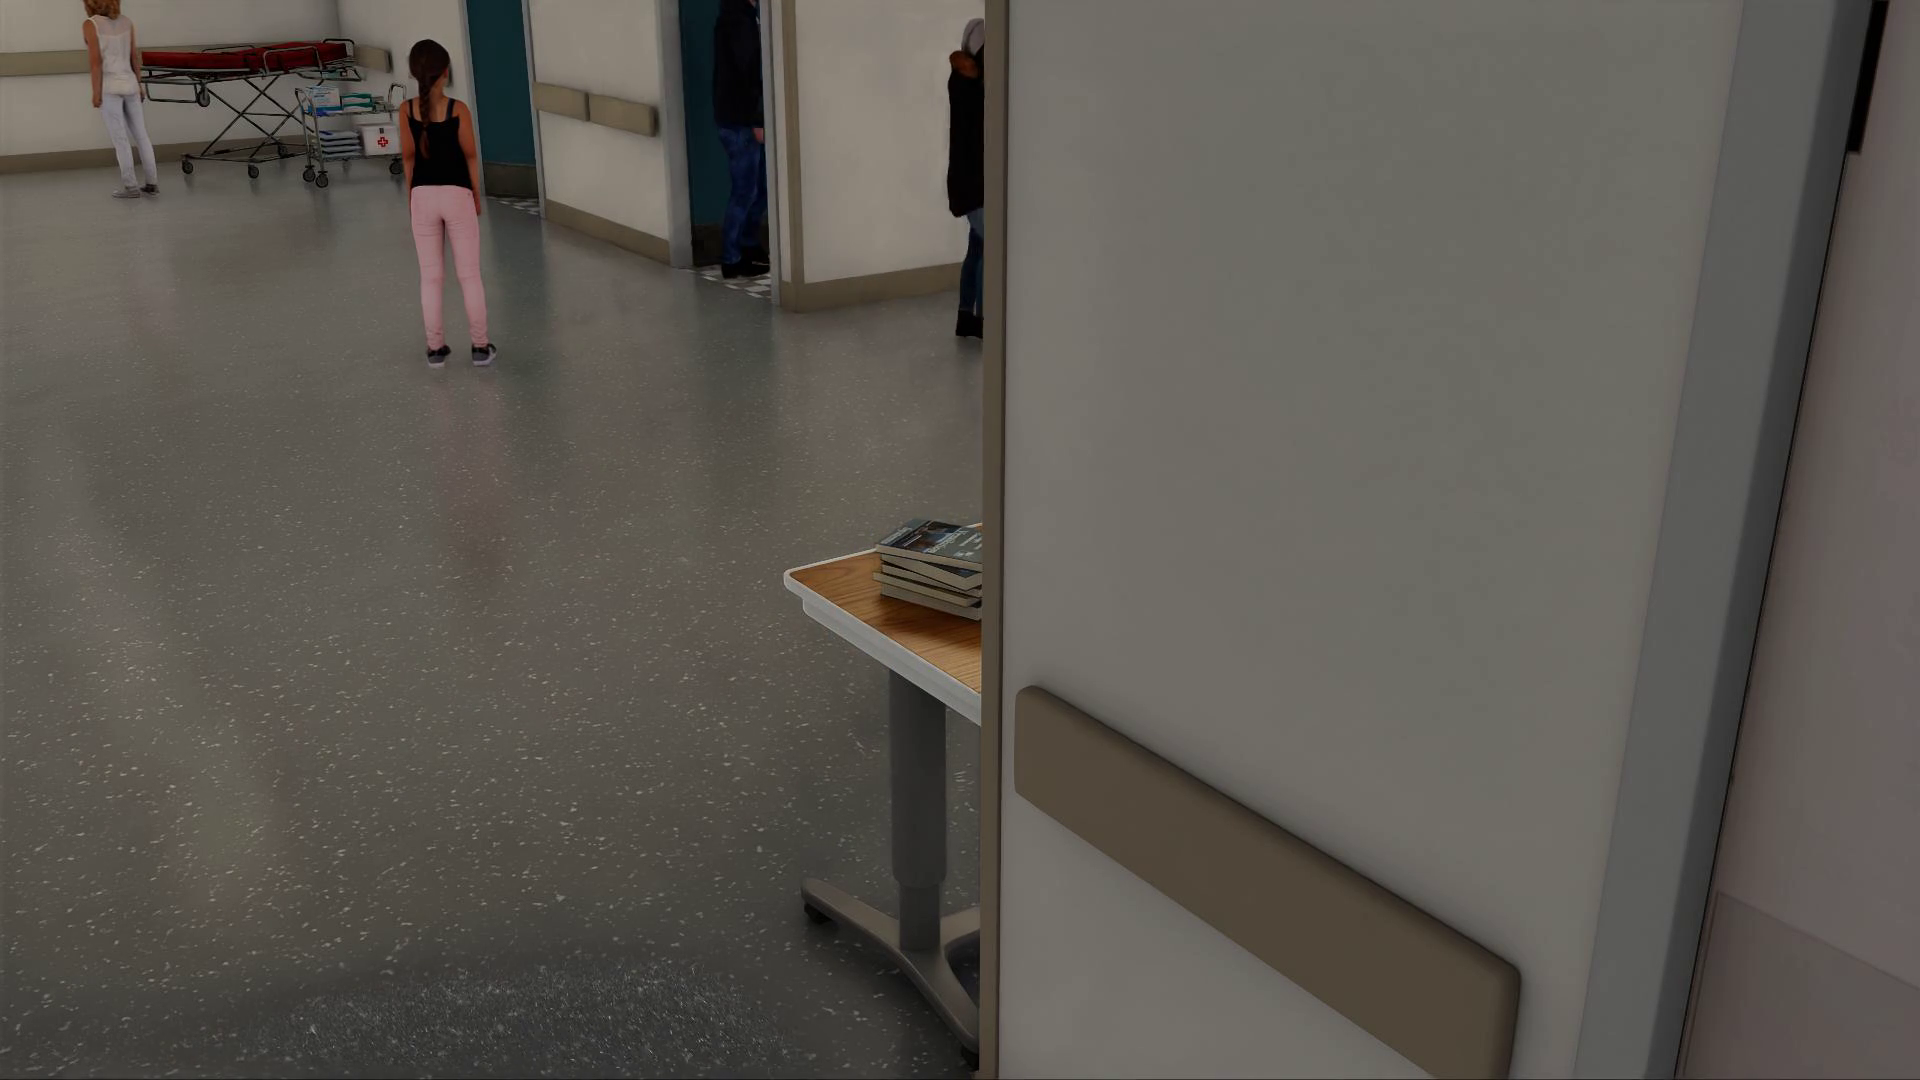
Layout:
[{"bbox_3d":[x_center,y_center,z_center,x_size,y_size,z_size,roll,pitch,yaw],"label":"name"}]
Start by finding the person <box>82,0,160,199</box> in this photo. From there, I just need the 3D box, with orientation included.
[{"bbox_3d":[-6.562,-3.526,12.952,0.703,1.669,0.692,10,23,24],"label":"person"}]

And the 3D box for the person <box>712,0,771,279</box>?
[{"bbox_3d":[-1.395,-2.505,9.970,0.850,1.873,0.725,-4,21,-12],"label":"person"}]

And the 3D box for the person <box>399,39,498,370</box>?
[{"bbox_3d":[-2.509,-1.623,8.077,0.582,1.563,0.612,-3,21,-9],"label":"person"}]
